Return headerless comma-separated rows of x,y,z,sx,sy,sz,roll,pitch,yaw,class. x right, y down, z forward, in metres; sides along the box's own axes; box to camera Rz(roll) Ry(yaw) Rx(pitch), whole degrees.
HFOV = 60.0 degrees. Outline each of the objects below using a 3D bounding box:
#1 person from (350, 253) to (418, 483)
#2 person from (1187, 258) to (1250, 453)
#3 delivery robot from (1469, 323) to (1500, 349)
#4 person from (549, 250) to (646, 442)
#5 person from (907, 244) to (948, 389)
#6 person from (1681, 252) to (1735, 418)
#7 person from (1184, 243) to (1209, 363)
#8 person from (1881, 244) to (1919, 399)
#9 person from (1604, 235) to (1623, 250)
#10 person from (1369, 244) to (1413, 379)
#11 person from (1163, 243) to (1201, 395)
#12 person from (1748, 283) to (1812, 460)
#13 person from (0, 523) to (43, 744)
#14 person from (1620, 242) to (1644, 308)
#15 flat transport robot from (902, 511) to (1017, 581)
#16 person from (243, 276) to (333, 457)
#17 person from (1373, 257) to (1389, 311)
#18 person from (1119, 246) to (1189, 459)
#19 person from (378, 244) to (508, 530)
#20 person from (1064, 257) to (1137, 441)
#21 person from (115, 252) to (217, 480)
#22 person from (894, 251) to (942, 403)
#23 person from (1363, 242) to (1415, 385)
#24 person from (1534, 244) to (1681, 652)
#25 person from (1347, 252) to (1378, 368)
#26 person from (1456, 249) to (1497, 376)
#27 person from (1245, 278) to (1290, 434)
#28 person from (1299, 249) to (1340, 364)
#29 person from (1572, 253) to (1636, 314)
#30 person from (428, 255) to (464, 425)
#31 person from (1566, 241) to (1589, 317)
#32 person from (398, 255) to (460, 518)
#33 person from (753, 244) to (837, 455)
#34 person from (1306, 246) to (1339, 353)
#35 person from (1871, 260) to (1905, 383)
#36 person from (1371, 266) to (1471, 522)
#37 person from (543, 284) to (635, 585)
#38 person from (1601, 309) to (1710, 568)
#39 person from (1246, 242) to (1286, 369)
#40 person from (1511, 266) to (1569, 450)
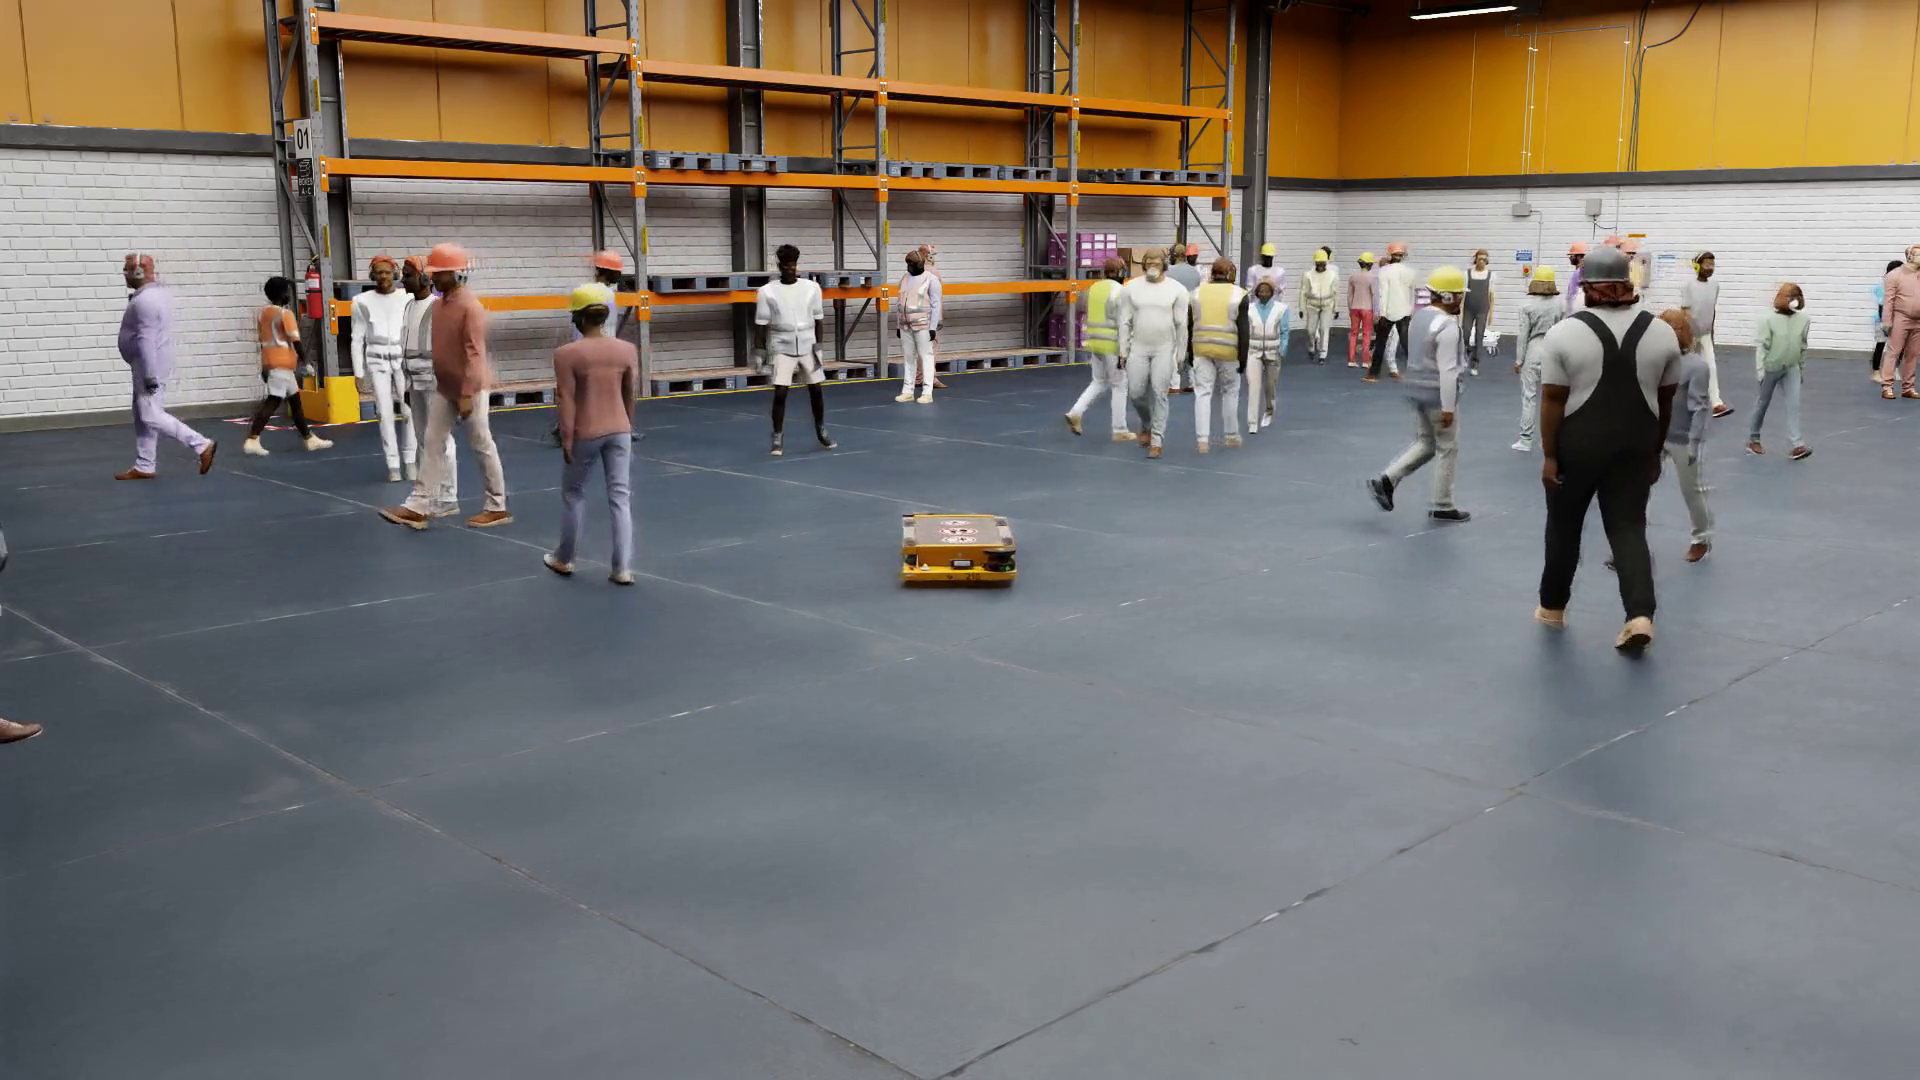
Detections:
-4.643,-1.386,13.558,0.604,1.870,0.495,-3,11,-15,person
2.431,-1.740,15.677,0.654,1.795,0.868,4,11,22,person
8.658,-3.397,27.868,0.707,0.478,0.477,6,12,30,delivery robot
-3.557,-1.847,16.065,0.941,1.891,0.592,-5,12,-27,person
-0.427,-2.962,22.058,0.406,1.911,0.636,-8,13,-38,person
8.235,-2.257,18.411,0.560,1.827,0.951,-2,11,-12,person
3.720,-3.795,26.629,0.553,1.898,0.983,7,13,35,person
11.750,-2.694,20.595,0.652,1.908,0.409,-1,10,-7,person
10.722,-3.965,27.216,0.588,2.025,0.616,9,14,41,person
6.090,-3.246,23.638,0.632,1.912,0.735,-6,12,-29,person
2.790,-2.806,21.184,0.644,1.927,0.388,-7,13,-34,person
7.491,-1.538,15.148,0.518,1.583,0.880,-1,10,-3,person
-3.931,-0.075,6.483,0.545,1.847,0.447,7,13,34,person
10.273,-3.635,25.687,0.565,1.920,0.418,-6,12,-28,person
-0.026,0.024,10.241,0.652,0.197,1.431,0,10,-2,flat transport robot
-6.292,-1.604,15.357,0.888,1.655,0.545,-10,14,-42,person
7.839,-4.407,30.718,0.516,1.624,0.371,8,13,37,person
1.770,-1.711,15.186,0.640,1.924,0.497,3,11,16,person
-3.518,-1.020,11.333,0.632,1.950,0.898,9,14,41,person
1.396,-1.866,16.343,0.635,1.818,0.648,-7,13,-34,person
-6.625,-1.425,13.745,0.749,1.886,0.650,-3,11,-17,person
-0.531,-2.574,20.144,0.621,1.838,0.429,8,13,37,person
5.965,-3.090,22.705,0.630,1.939,1.052,-4,11,-21,person
3.199,-0.493,8.231,0.681,2.000,1.011,0,10,3,person
6.167,-3.506,25.411,0.322,1.767,0.533,-9,14,-41,person
7.457,-3.291,24.070,0.540,1.831,0.522,2,11,12,person
3.166,-1.930,17.305,0.505,1.595,0.848,2,11,10,person
5.658,-3.670,26.177,0.633,1.810,0.475,2,11,10,person
5.231,-1.373,13.457,0.642,1.885,0.531,-4,11,-22,person
-5.567,-2.103,17.590,0.735,1.819,0.605,-5,12,-27,person
8.305,-3.045,22.430,0.357,1.937,0.551,5,12,26,person
-3.853,-1.107,12.009,0.347,1.882,0.584,-10,15,-44,person
-1.524,-1.766,15.456,0.821,1.942,0.583,-3,11,-15,person
6.176,-4.078,28.317,0.538,1.847,0.690,2,11,13,person
12.718,-2.963,22.670,0.545,1.673,0.530,-3,11,-18,person
3.297,-1.015,11.694,0.613,1.810,0.602,-2,11,-10,person
-2.175,-0.620,9.764,0.535,1.741,0.756,-8,13,-35,person
4.340,-0.615,10.164,0.902,1.579,0.518,-7,12,-33,person
4.606,-3.523,25.102,0.614,1.912,0.475,1,10,7,person
5.454,-1.696,15.654,0.490,1.747,0.399,-1,10,-7,person
